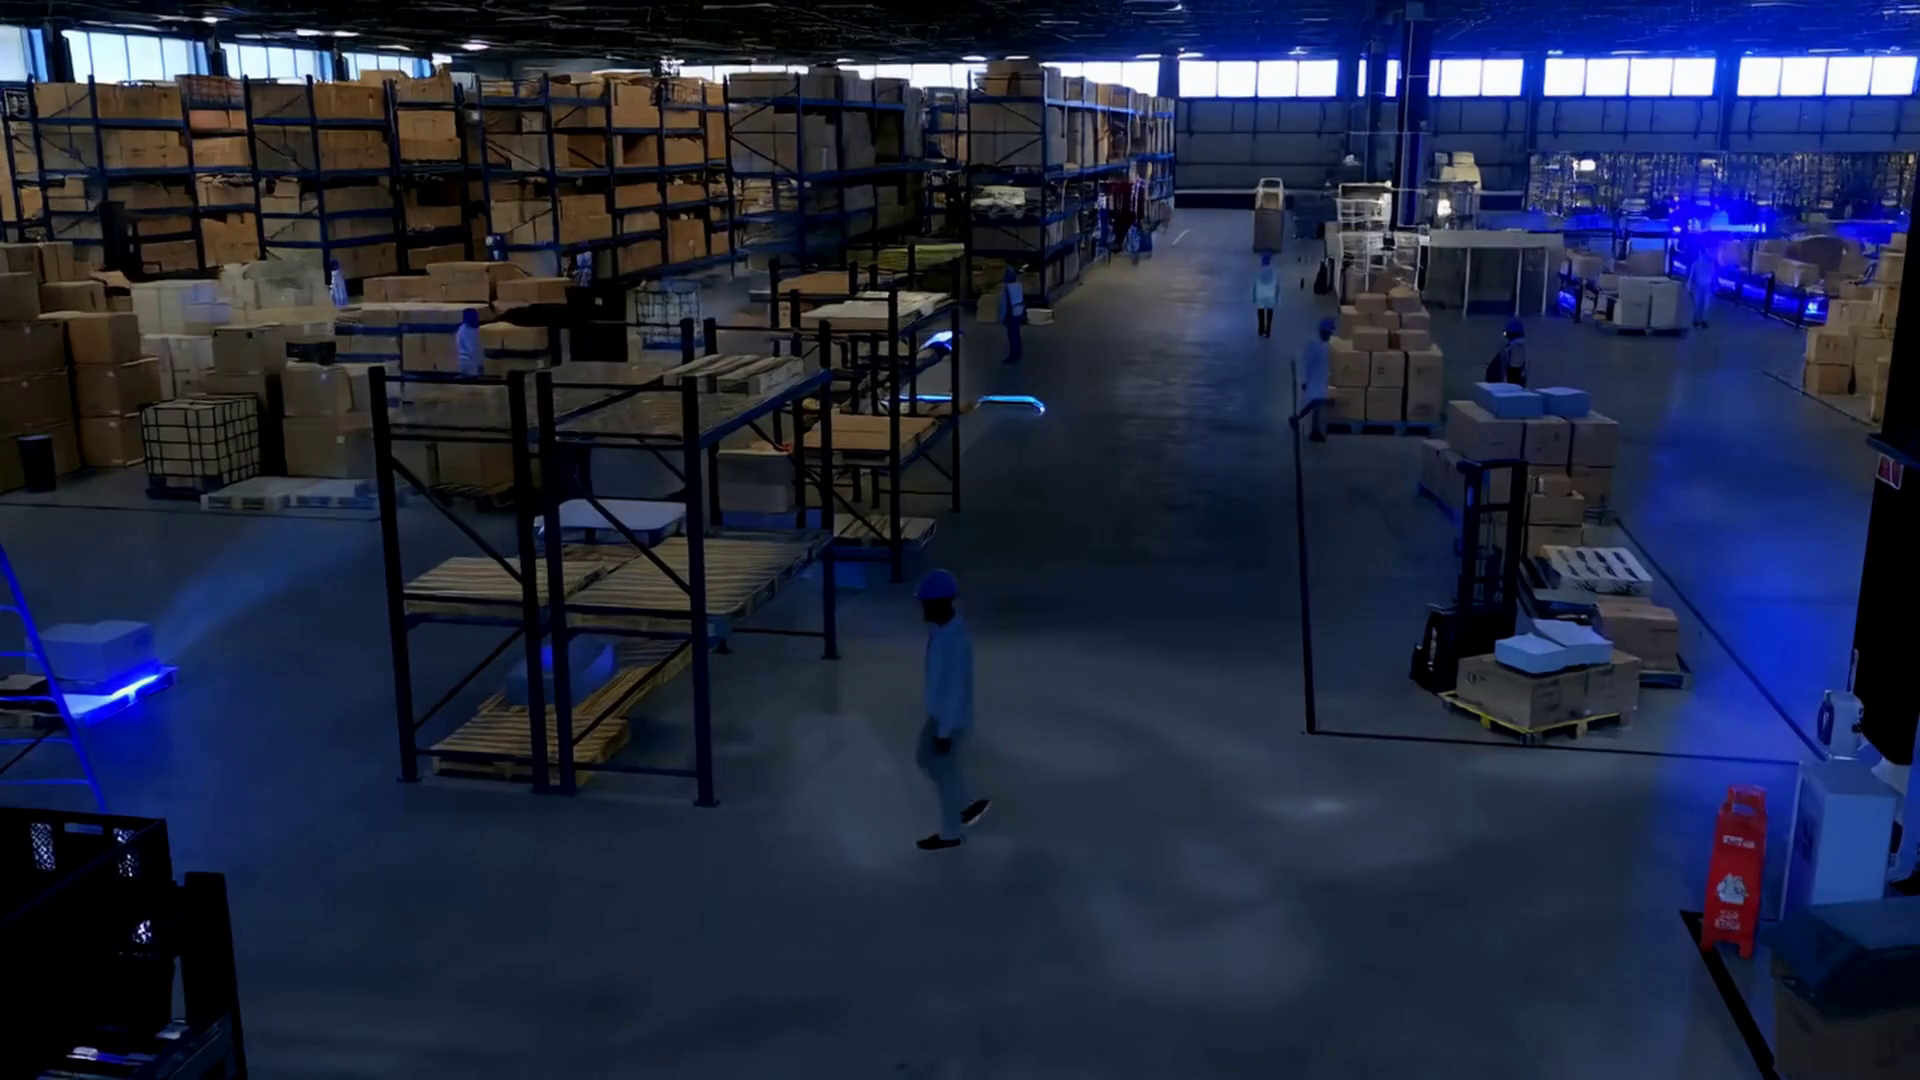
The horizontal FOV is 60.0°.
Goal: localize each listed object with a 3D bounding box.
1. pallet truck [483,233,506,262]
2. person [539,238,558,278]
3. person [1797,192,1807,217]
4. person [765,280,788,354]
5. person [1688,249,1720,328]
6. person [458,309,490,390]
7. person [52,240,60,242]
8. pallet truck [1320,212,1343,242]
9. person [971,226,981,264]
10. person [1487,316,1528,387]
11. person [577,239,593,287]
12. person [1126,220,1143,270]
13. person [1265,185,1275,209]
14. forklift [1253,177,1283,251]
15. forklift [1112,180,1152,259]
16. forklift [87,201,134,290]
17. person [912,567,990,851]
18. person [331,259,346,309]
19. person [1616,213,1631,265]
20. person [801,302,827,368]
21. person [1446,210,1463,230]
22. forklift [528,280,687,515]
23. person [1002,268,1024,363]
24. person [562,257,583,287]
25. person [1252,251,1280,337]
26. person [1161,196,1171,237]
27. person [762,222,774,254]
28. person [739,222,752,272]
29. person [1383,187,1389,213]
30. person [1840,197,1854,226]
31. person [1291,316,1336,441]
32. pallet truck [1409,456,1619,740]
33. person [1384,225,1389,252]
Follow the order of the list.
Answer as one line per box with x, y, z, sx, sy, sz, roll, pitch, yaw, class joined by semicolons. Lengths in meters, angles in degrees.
-11.832;-7.026;43.548;1.885;1.965;0.823;8;16;28;pallet truck
-10.567;-6.791;42.763;0.627;1.923;0.482;7;16;27;person
39.645;-15.481;78.323;0.911;1.782;0.593;10;17;34;person
-3.823;-4.680;34.792;0.515;1.615;0.681;-3;14;-12;person
17.705;-5.990;39.627;0.673;1.851;0.981;5;15;19;person
-7.826;-2.845;26.992;0.963;1.790;0.630;-3;14;-12;person
-22.686;-6.621;42.058;0.652;1.918;0.567;2;14;6;person
15.874;-13.227;70.310;0.680;1.201;1.601;10;17;35;pallet truck
0.564;-10.549;58.326;0.523;1.769;0.321;12;19;41;person
7.832;-2.198;23.856;0.537;2.000;0.682;5;15;18;person
-9.582;-6.792;42.800;0.552;1.907;0.823;12;18;40;person
5.870;-9.939;56.001;0.555;1.682;0.408;2;14;8;person
15.427;-16.715;82.911;0.432;1.988;0.626;8;16;29;person
12.083;-12.747;64.956;1.129;2.768;1.873;3;14;10;forklift
6.082;-11.722;60.796;1.873;2.768;1.129;2;14;9;forklift
-21.761;-7.316;42.907;1.129;2.768;1.873;11;18;37;forklift
-0.093;1.097;10.734;0.437;1.910;0.622;-2;14;-7;person
-14.467;-5.690;38.738;0.319;1.699;0.533;-6;15;-23;person
23.170;-10.510;58.070;0.403;1.819;0.599;10;17;35;person
-2.657;-3.714;30.375;0.535;1.864;0.309;3;14;10;person
16.435;-9.940;55.283;0.616;2.041;0.383;-4;14;-17;person
-4.323;-1.723;20.198;1.873;2.768;1.129;4;15;17;forklift
1.074;-4.536;33.614;0.390;1.913;0.587;7;16;27;person
-9.364;-6.023;40.231;0.523;1.631;0.320;0;14;-1;person
6.934;-5.577;37.748;0.627;1.955;0.530;3;14;11;person
9.129;-14.336;73.730;0.346;1.762;0.524;-10;17;-36;person
-7.256;-11.671;63.156;0.502;1.633;0.280;-1;14;-5;person
-7.150;-9.802;55.443;0.530;1.693;0.321;-12;18;-41;person
23.492;-18.706;91.495;0.547;1.731;0.597;-1;14;-4;person
38.002;-13.782;71.356;0.799;1.816;0.588;3;14;11;person
5.373;-2.436;25.101;0.544;1.908;0.588;-12;18;-40;person
4.504;0.400;13.395;0.823;1.965;1.885;-6;15;-23;pallet truck
14.443;-9.883;55.897;0.286;1.632;0.500;-10;17;-34;person
